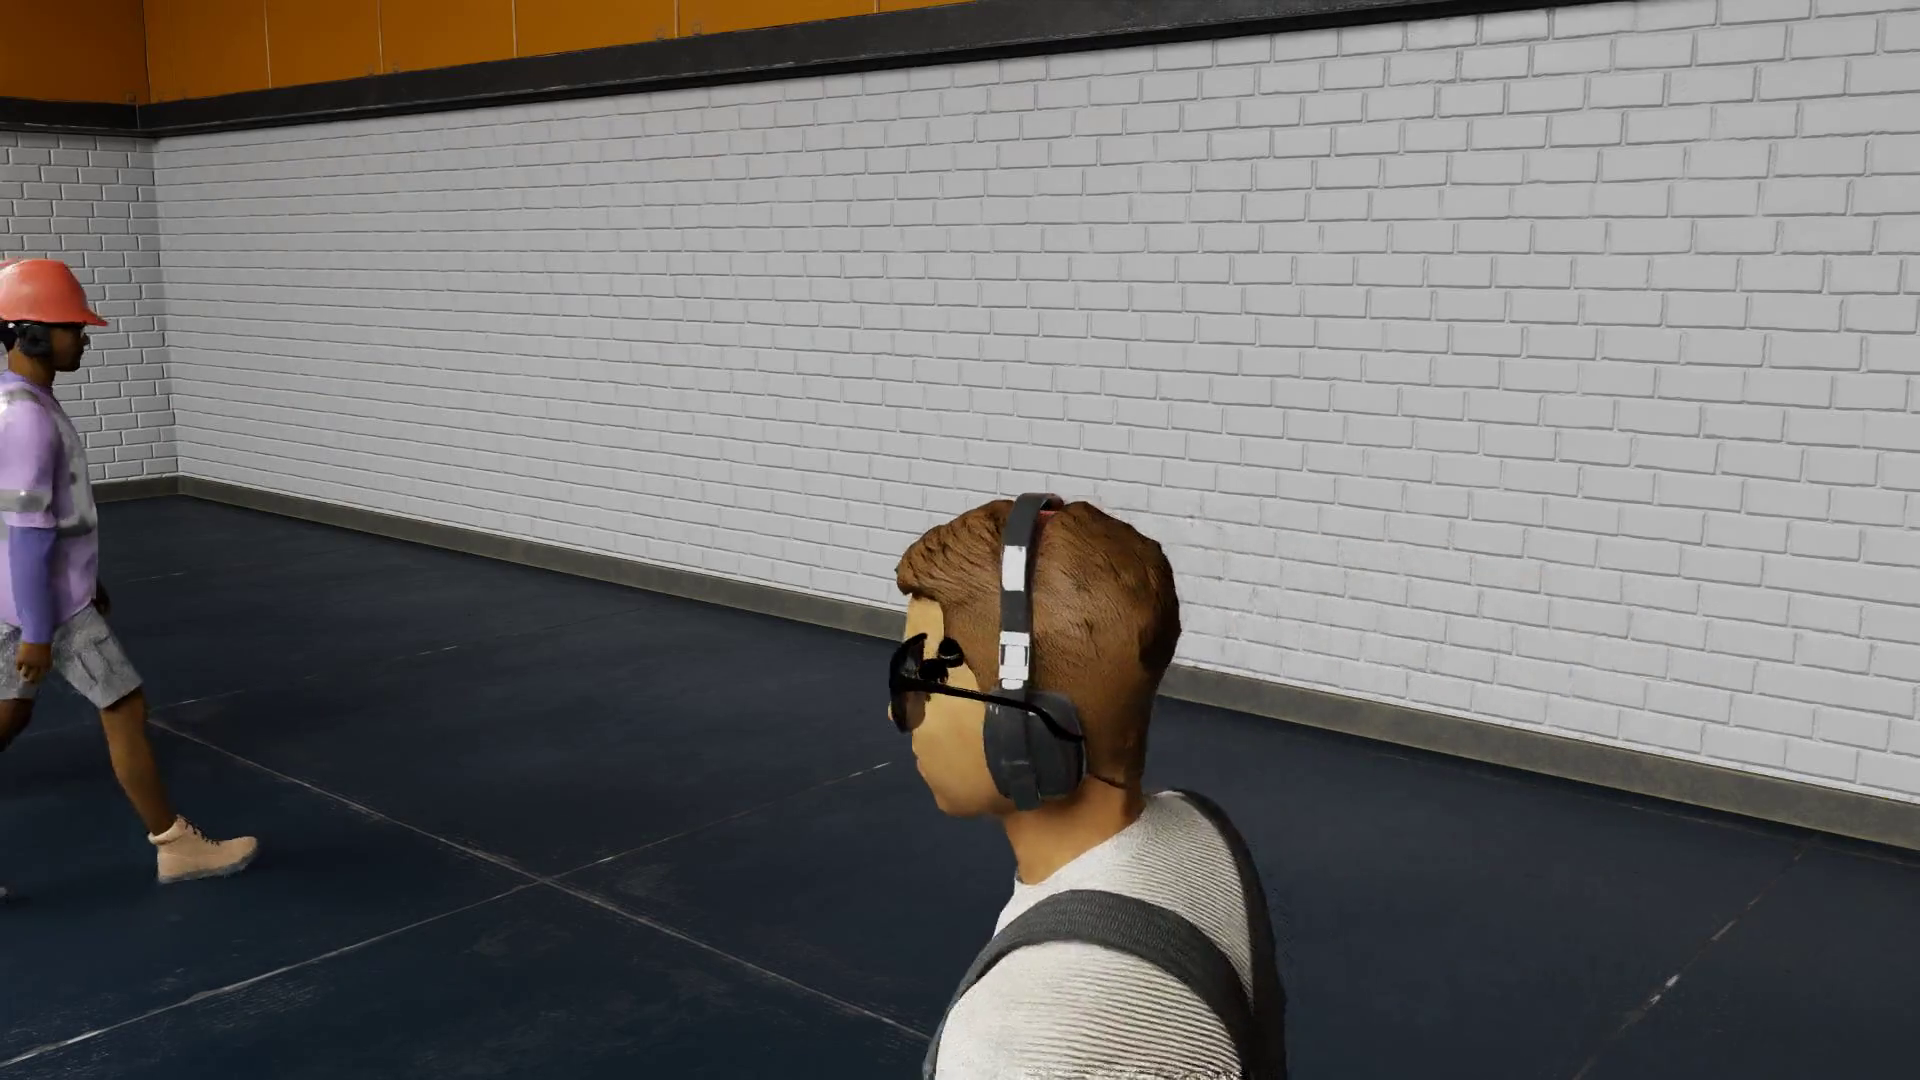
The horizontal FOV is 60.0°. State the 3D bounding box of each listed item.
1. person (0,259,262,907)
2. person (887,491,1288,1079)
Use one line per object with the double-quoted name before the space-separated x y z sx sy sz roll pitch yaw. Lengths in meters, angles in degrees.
"person" -2.805 0.153 5.068 1.037 2.001 0.627 -8 13 -38
"person" 0.100 0.861 1.484 0.433 1.824 0.540 4 11 21
